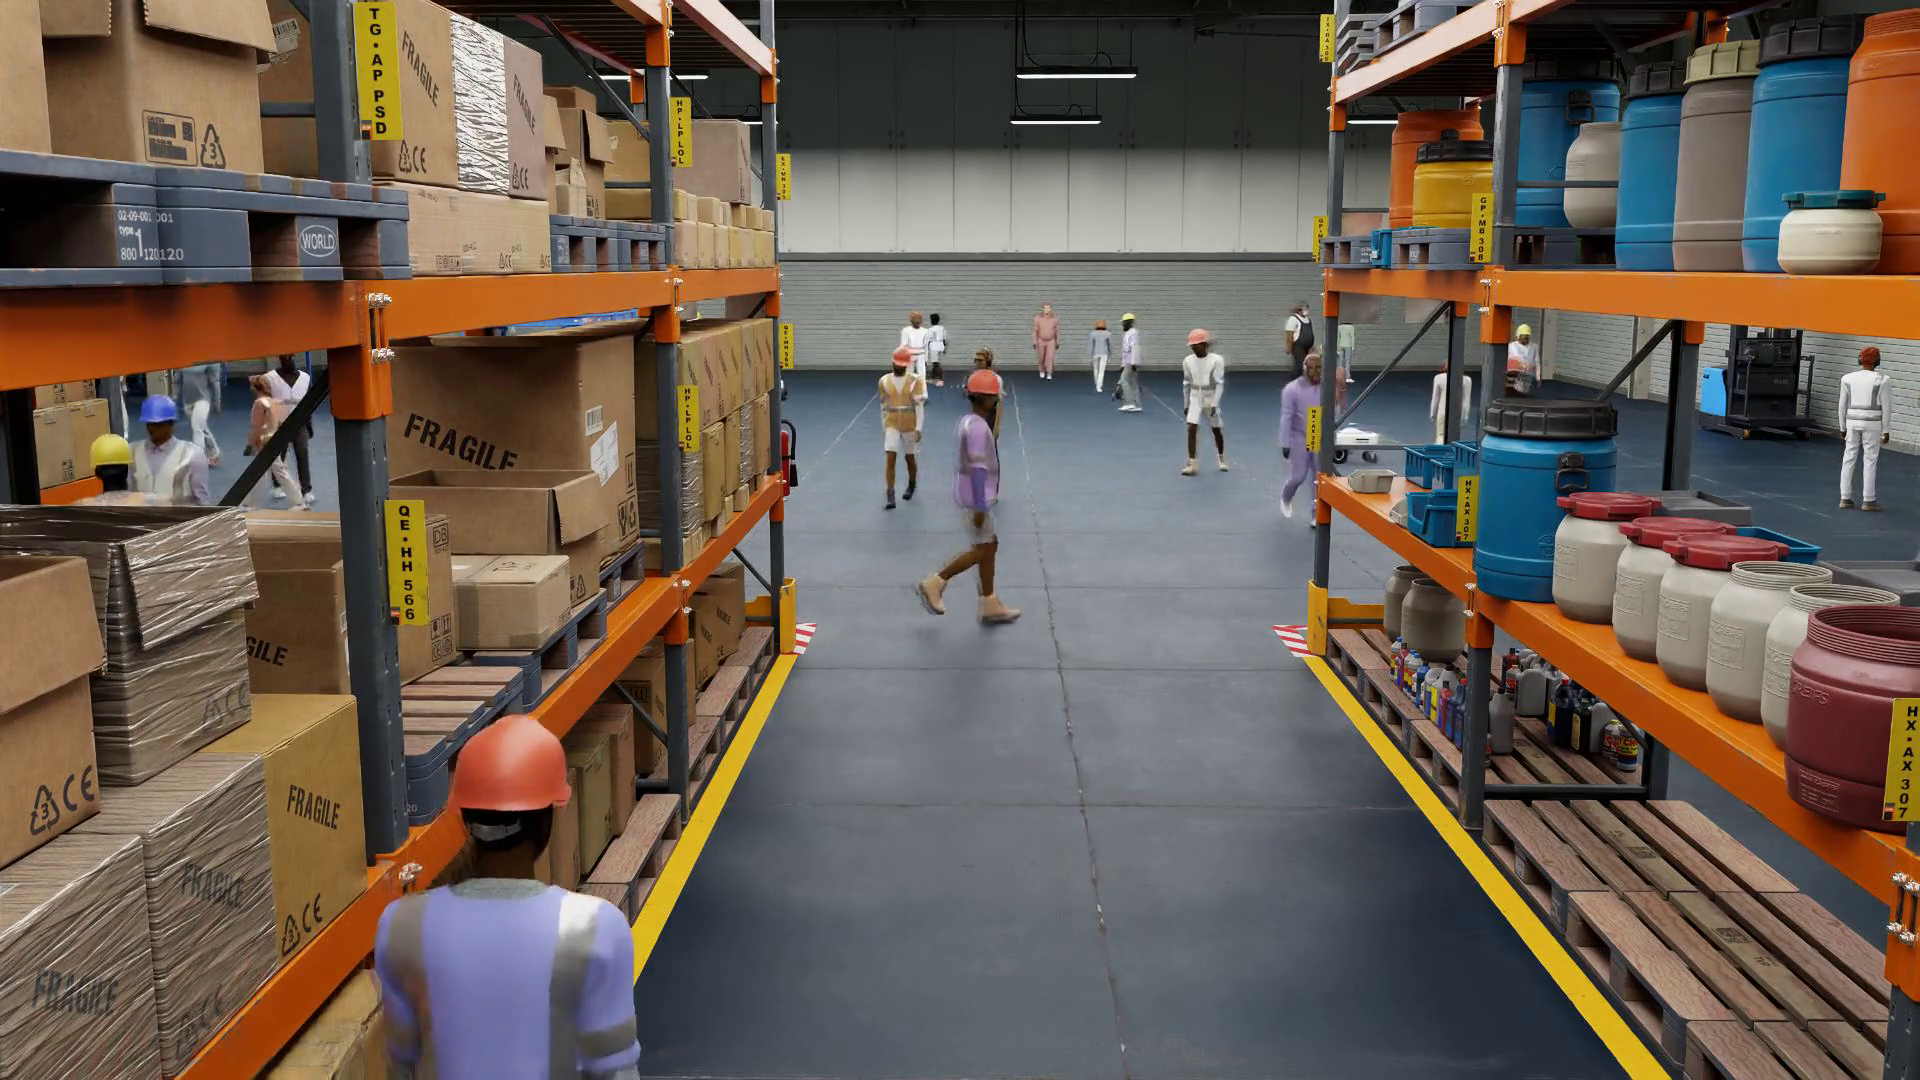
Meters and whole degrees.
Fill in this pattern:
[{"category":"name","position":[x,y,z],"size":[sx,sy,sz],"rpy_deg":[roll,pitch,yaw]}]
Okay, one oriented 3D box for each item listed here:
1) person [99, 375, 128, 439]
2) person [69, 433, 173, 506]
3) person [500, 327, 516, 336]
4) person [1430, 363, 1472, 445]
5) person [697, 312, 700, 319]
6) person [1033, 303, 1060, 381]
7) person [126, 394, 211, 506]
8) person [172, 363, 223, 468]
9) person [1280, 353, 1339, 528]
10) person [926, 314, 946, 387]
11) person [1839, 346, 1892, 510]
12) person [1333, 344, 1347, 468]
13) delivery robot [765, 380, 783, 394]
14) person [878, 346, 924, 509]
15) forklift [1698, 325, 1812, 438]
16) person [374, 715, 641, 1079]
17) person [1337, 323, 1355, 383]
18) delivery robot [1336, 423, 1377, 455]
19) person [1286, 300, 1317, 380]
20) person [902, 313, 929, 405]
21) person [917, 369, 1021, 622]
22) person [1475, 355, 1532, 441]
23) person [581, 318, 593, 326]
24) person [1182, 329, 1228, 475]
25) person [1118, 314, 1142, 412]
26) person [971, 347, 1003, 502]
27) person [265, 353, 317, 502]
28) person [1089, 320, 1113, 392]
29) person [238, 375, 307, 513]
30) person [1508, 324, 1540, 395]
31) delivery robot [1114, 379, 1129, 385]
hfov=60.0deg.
[{"category":"person","position":[-13.593,-2.496,26.578],"size":[0.551,1.839,0.802],"rpy_deg":[1,10,5]},{"category":"person","position":[-4.654,0.361,9.270],"size":[0.598,1.911,0.707],"rpy_deg":[-3,10,-17]},{"category":"person","position":[-10.711,-4.644,39.229],"size":[0.933,1.917,0.614],"rpy_deg":[1,10,5]},{"category":"person","position":[6.602,-1.691,22.415],"size":[0.529,1.617,0.479],"rpy_deg":[4,10,22]},{"category":"person","position":[-6.090,-4.344,37.950],"size":[0.552,1.740,0.620],"rpy_deg":[0,9,0]},{"category":"person","position":[2.104,-4.867,40.691],"size":[0.657,1.882,0.871],"rpy_deg":[0,9,1]},{"category":"person","position":[-5.607,-0.074,11.799],"size":[0.631,1.934,0.497],"rpy_deg":[0,9,0]},{"category":"person","position":[-10.458,-1.900,22.874],"size":[0.632,1.904,0.999],"rpy_deg":[2,10,13]},{"category":"person","position":[3.769,-1.081,17.990],"size":[0.654,1.883,0.719],"rpy_deg":[-2,10,-12]},{"category":"person","position":[-0.631,-4.388,38.430],"size":[0.815,1.656,0.551],"rpy_deg":[8,13,41]},{"category":"person","position":[10.498,-1.300,19.301],"size":[0.355,1.885,0.575],"rpy_deg":[-7,12,-38]},{"category":"person","position":[5.124,-1.888,23.198],"size":[0.541,1.751,0.452],"rpy_deg":[-2,10,-12]},{"category":"delivery robot","position":[-3.929,-3.182,34.392],"size":[0.477,0.478,0.707],"rpy_deg":[3,10,17]},{"category":"person","position":[-0.686,-1.357,19.660],"size":[0.544,1.896,0.875],"rpy_deg":[1,9,4]},{"category":"forklift","position":[13.248,-3.165,27.620],"size":[1.129,2.768,1.873],"rpy_deg":[0,9,1]},{"category":"person","position":[-0.936,1.330,3.468],"size":[0.544,1.916,0.571],"rpy_deg":[0,9,-1]},{"category":"person","position":[9.219,-4.583,39.714],"size":[0.280,1.633,0.498],"rpy_deg":[-8,12,-39]},{"category":"delivery robot","position":[5.628,-1.435,23.930],"size":[0.707,0.478,0.477],"rpy_deg":[0,10,-2]},{"category":"person","position":[7.686,-4.354,37.251],"size":[0.685,2.000,0.611],"rpy_deg":[-9,13,-44]},{"category":"person","position":[-0.878,-3.638,33.454],"size":[0.584,1.827,0.986],"rpy_deg":[-2,10,-13]},{"category":"person","position":[0.084,-0.343,13.177],"size":[0.734,2.023,0.611],"rpy_deg":[0,9,-2]},{"category":"person","position":[5.141,-0.767,15.839],"size":[0.649,1.970,0.622],"rpy_deg":[-2,10,-11]},{"category":"person","position":[-6.582,-3.055,29.881],"size":[0.940,1.870,0.637],"rpy_deg":[5,11,26]},{"category":"person","position":[3.356,-1.893,22.651],"size":[0.637,1.980,0.979],"rpy_deg":[5,11,28]},{"category":"person","position":[3.252,-3.389,31.865],"size":[0.537,1.869,0.688],"rpy_deg":[1,10,6]},{"category":"person","position":[0.296,-1.376,19.873],"size":[0.327,1.843,0.511],"rpy_deg":[-8,12,-40]},{"category":"person","position":[-8.096,-1.410,20.043],"size":[0.629,1.881,0.963],"rpy_deg":[-9,13,-42]},{"category":"person","position":[3.126,-4.078,36.825],"size":[0.504,1.589,0.860],"rpy_deg":[3,10,16]},{"category":"person","position":[-7.851,-1.070,18.801],"size":[0.877,1.594,0.517],"rpy_deg":[-2,10,-13]},{"category":"person","position":[9.729,-2.845,28.838],"size":[0.597,1.802,0.879],"rpy_deg":[-1,10,-8]},{"category":"delivery robot","position":[3.436,-3.357,34.652],"size":[0.335,0.223,0.698],"rpy_deg":[4,10,25]}]
